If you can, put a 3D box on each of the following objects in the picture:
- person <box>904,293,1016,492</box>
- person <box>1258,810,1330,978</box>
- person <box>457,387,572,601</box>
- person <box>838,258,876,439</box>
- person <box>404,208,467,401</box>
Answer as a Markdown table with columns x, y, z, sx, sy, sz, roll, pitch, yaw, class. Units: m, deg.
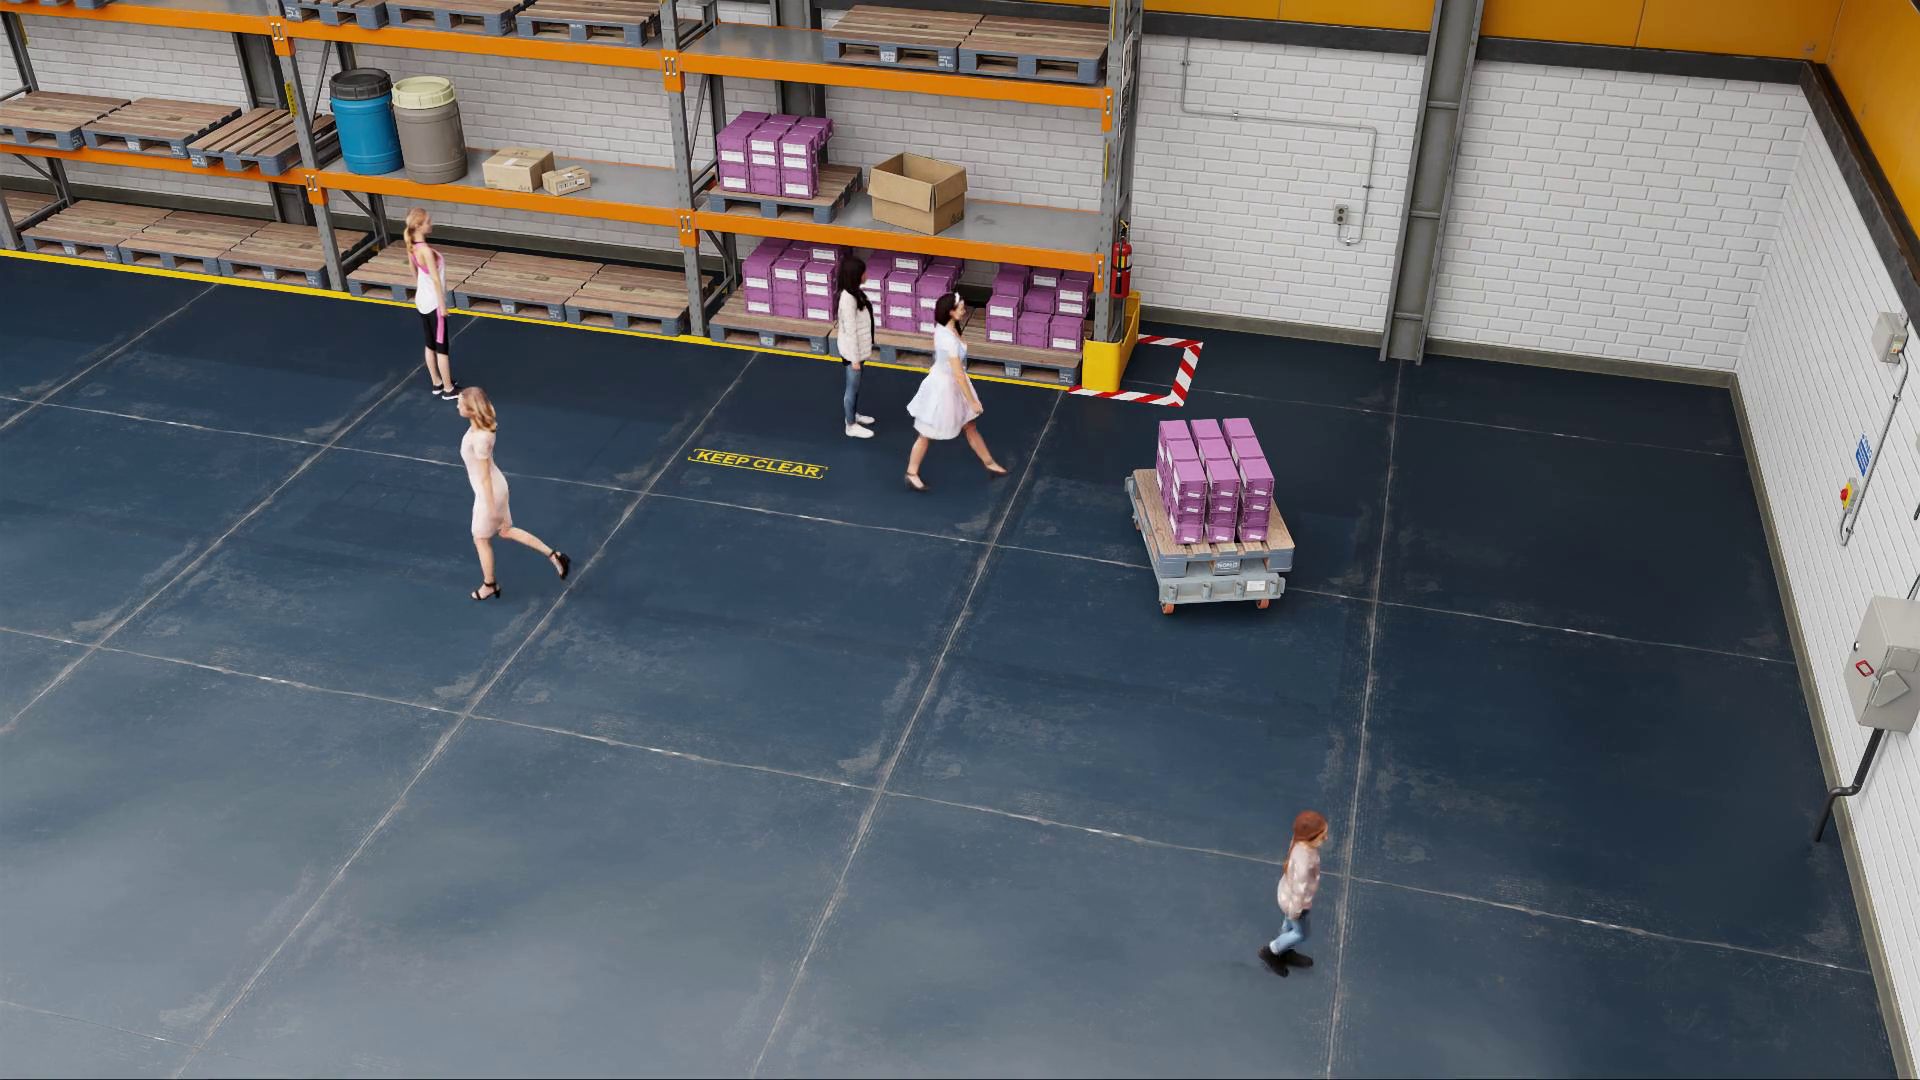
| x | y | z | sx | sy | sz | roll | pitch | yaw | class |
| --- | --- | --- | --- | --- | --- | --- | --- | --- | --- |
| -0.216 | -1.131 | 13.422 | 1.236 | 1.769 | 0.881 | 0 | 34 | 0 | person |
| 1.837 | 1.959 | 9.299 | 0.551 | 1.188 | 0.496 | 6 | 34 | 10 | person |
| -3.337 | -0.320 | 12.164 | 1.081 | 1.810 | 0.770 | -1 | 34 | -2 | person |
| -0.912 | -1.676 | 14.362 | 0.633 | 1.636 | 0.680 | 0 | 34 | 0 | person |
| -4.737 | -2.109 | 14.877 | 0.739 | 1.786 | 0.632 | -26 | 42 | -34 | person |
